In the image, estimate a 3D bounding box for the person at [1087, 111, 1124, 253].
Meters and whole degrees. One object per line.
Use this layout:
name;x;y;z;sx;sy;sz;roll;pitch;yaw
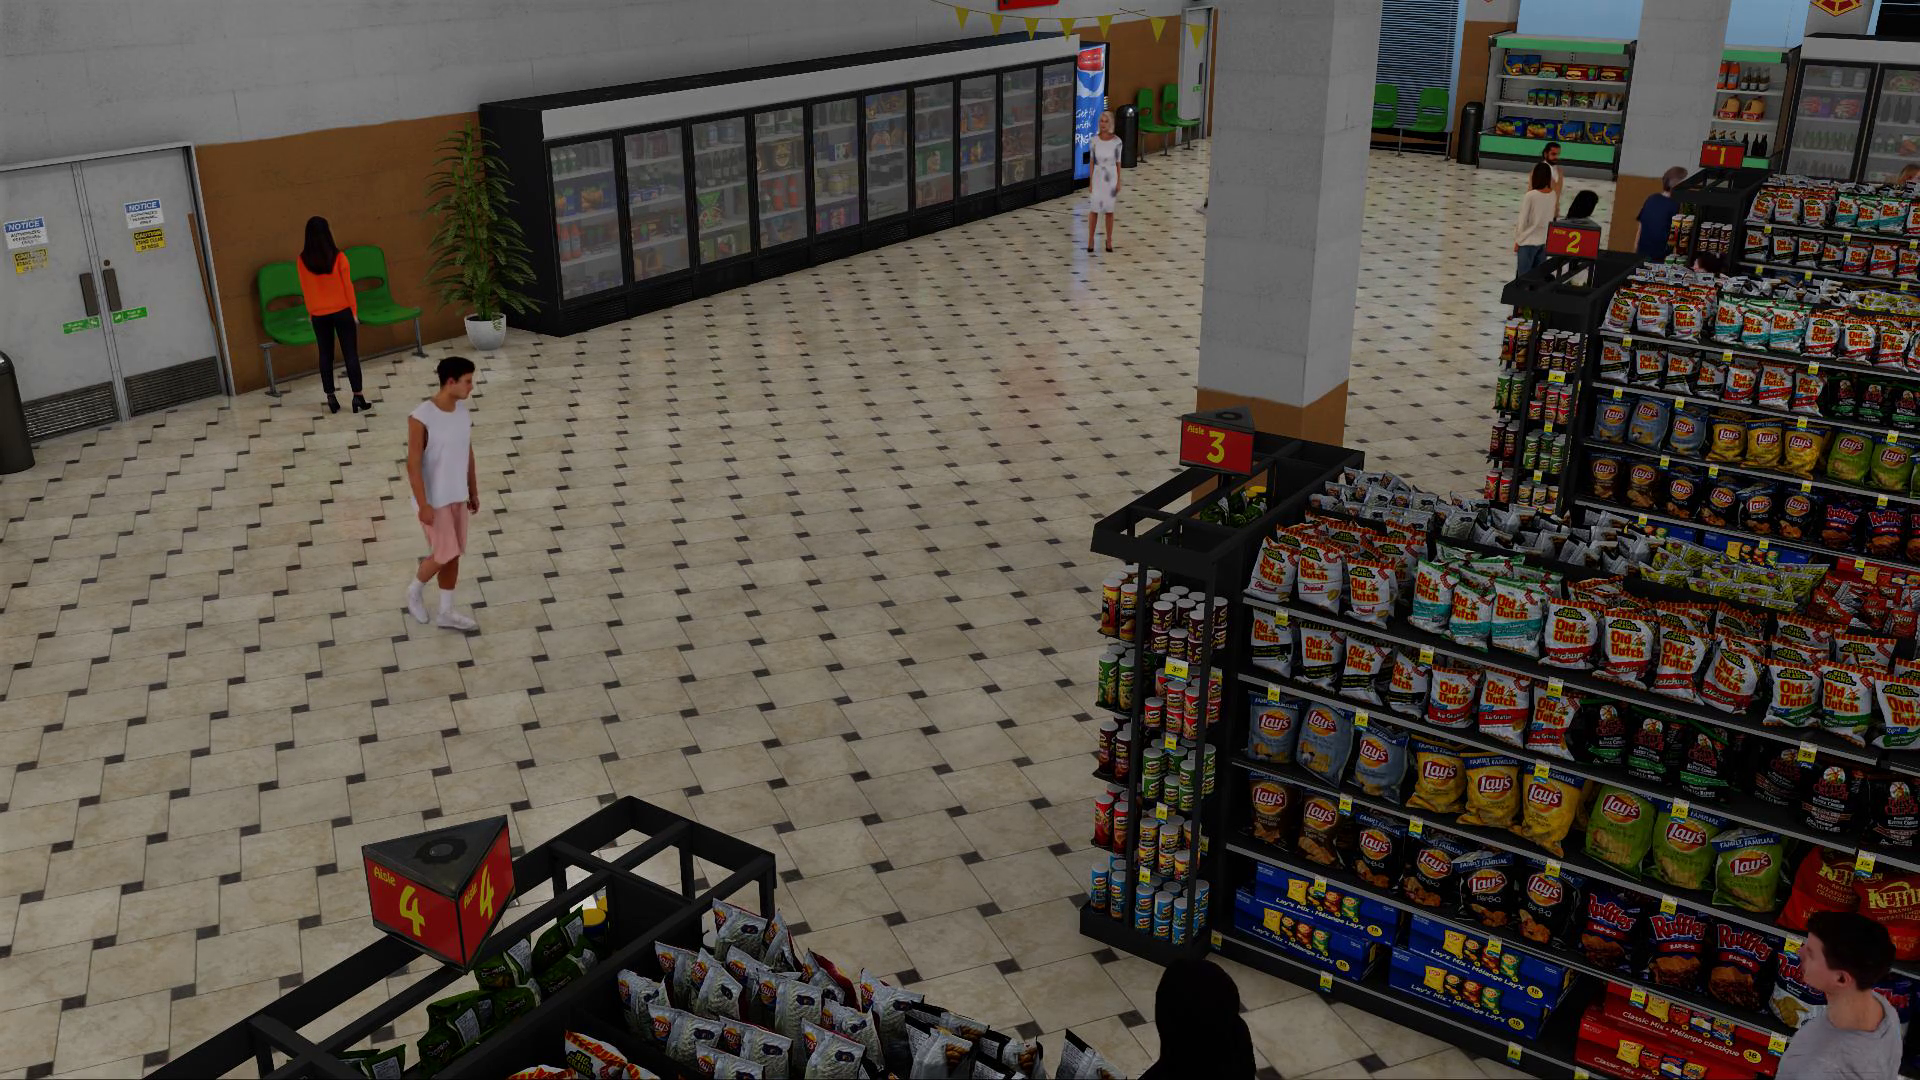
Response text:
person;1.805;-4.496;20.859;0.614;1.749;0.706;1;22;1

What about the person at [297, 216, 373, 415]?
person;-5.503;-1.971;14.576;0.670;1.748;0.769;1;22;2

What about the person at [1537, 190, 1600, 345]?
person;5.905;-2.615;16.396;1.038;1.587;1.090;-12;25;-28

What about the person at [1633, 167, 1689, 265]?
person;6.700;-2.681;16.233;1.105;1.830;1.118;-8;23;-20

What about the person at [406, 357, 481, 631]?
person;-3.274;-0.279;10.367;0.846;1.747;0.779;14;26;31

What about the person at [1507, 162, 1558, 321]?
person;6.072;-3.139;17.578;0.698;1.678;0.702;-11;24;-25

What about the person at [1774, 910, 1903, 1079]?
person;2.556;1.911;4.800;0.715;1.835;0.690;18;28;38

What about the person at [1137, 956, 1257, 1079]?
person;0.778;1.984;4.965;1.150;1.576;0.787;10;24;24

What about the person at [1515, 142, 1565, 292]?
person;6.445;-3.527;18.446;0.736;1.752;0.719;-14;26;-31
